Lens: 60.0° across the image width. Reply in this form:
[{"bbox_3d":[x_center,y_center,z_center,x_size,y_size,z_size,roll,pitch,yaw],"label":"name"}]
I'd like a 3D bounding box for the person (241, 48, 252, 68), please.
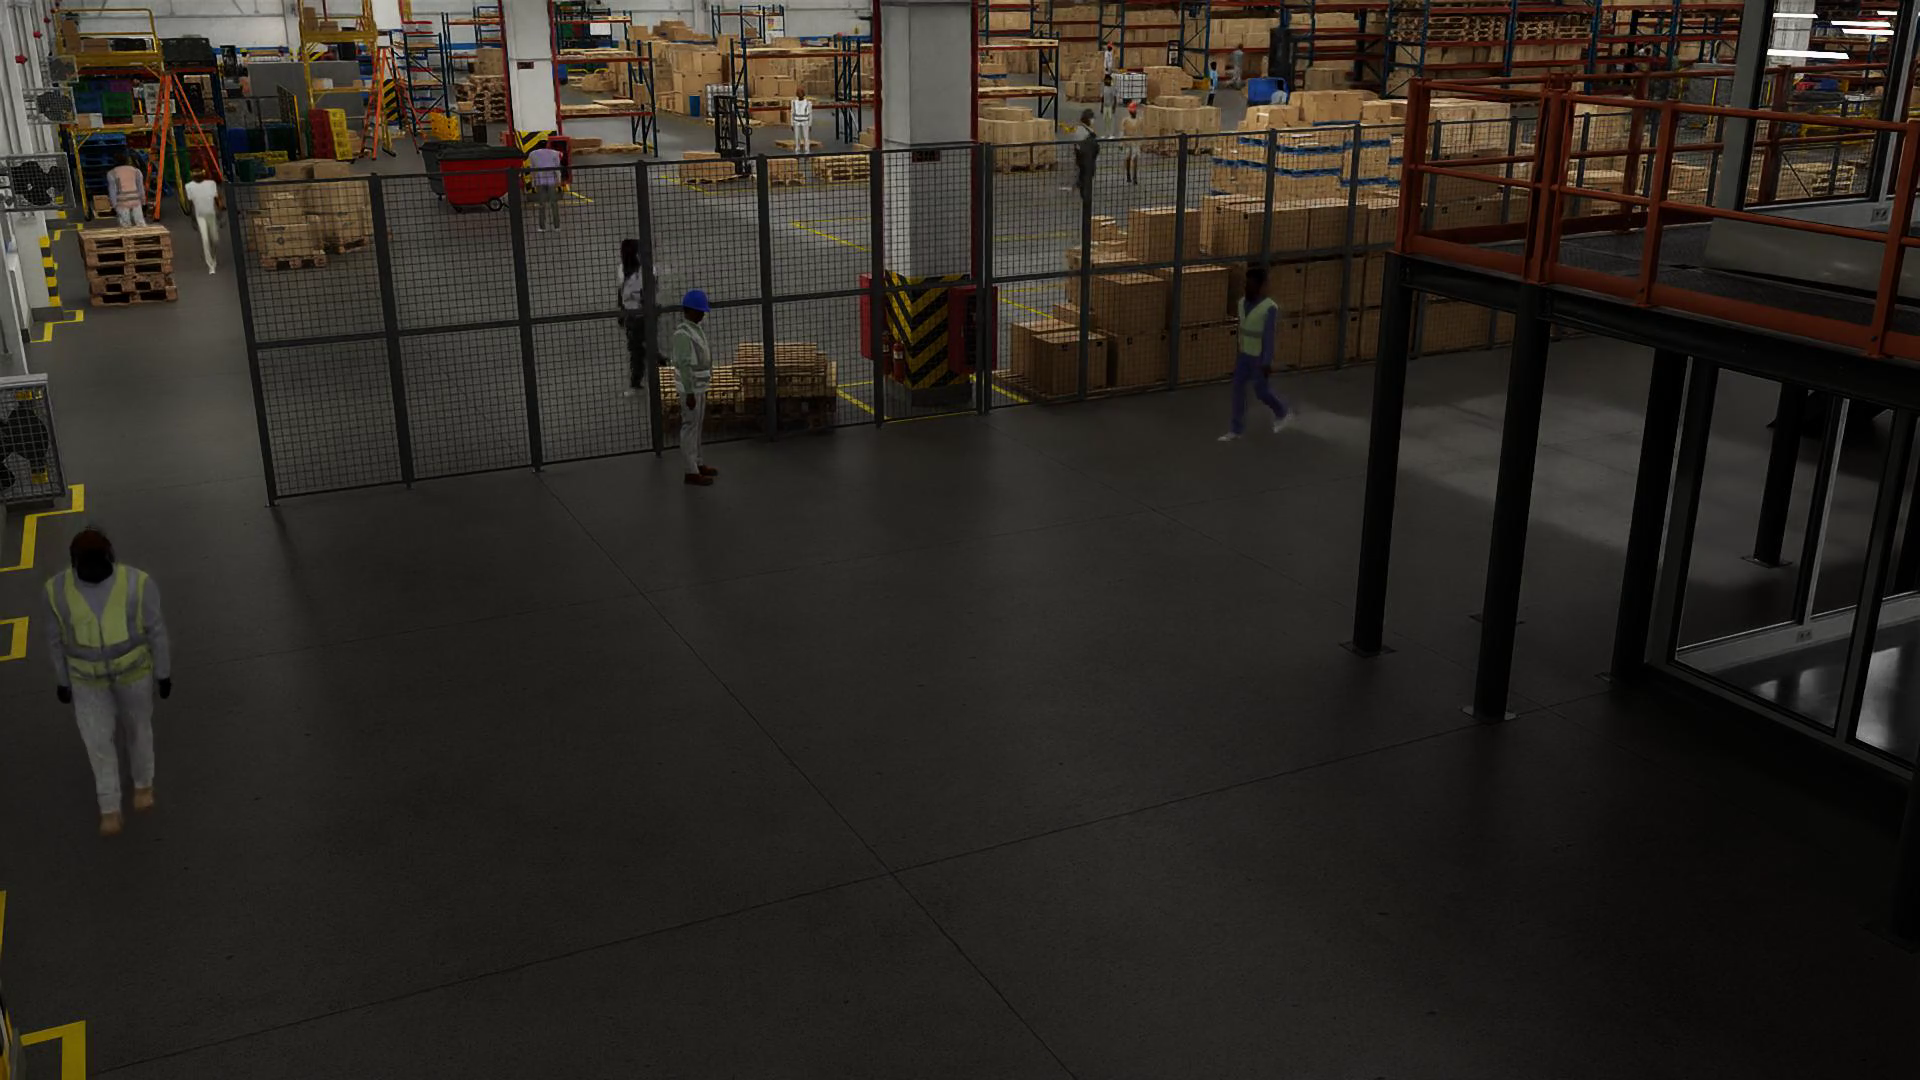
[{"bbox_3d":[-27.853,-18.259,65.039,0.386,1.926,0.591,-4,19,-11],"label":"person"}]

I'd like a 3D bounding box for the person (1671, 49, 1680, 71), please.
[{"bbox_3d":[30.419,-20.092,70.868,0.509,1.583,0.877,-6,20,-17],"label":"person"}]

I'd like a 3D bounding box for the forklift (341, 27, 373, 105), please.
[{"bbox_3d":[-22.275,-17.346,60.954,1.873,2.768,1.129,-9,21,-25],"label":"forklift"}]

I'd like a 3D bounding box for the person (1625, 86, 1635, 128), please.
[{"bbox_3d":[19.635,-12.503,48.820,0.514,1.611,0.695,-8,20,-21],"label":"person"}]

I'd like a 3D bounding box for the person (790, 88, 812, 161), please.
[{"bbox_3d":[-4.212,-11.027,44.138,0.579,1.884,0.352,2,19,7],"label":"person"}]

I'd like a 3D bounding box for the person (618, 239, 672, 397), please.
[{"bbox_3d":[-3.819,-2.695,19.986,0.723,1.892,0.617,-17,25,-40],"label":"person"}]

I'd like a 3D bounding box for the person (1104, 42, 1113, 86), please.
[{"bbox_3d":[6.218,-19.783,69.446,0.376,1.934,0.547,7,20,20],"label":"person"}]

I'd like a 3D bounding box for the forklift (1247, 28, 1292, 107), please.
[{"bbox_3d":[11.487,-17.066,60.142,1.873,2.768,1.129,-9,21,-25],"label":"forklift"}]

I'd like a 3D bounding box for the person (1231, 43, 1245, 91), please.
[{"bbox_3d":[11.578,-19.631,69.016,0.437,1.926,0.653,-10,21,-26],"label":"person"}]

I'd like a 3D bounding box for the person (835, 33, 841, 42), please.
[{"bbox_3d":[-5.699,-23.088,78.999,0.995,1.958,0.625,-1,19,-3],"label":"person"}]

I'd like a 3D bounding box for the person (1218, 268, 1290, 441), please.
[{"bbox_3d":[3.235,-2.013,18.007,0.817,1.895,0.599,-11,22,-30],"label":"person"}]

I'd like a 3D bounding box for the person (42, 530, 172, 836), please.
[{"bbox_3d":[-5.006,0.843,9.822,0.654,1.819,0.756,-8,21,-22],"label":"person"}]

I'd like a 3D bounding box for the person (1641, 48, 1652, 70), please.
[{"bbox_3d":[29.059,-20.032,70.580,0.538,1.668,0.800,-9,21,-23],"label":"person"}]

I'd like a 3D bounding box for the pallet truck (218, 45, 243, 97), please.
[{"bbox_3d":[-28.879,-18.665,66.111,0.823,1.965,1.885,-3,19,-9],"label":"pallet truck"}]

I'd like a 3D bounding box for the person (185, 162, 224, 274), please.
[{"bbox_3d":[-12.703,-5.446,28.011,0.520,1.854,0.743,-11,22,-29],"label":"person"}]

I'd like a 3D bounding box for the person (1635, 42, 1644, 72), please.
[{"bbox_3d":[28.119,-19.671,68.972,0.391,2.034,0.605,9,21,24],"label":"person"}]

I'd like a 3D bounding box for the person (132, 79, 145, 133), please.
[{"bbox_3d":[-25.377,-13.402,51.412,0.521,1.632,0.314,6,20,16],"label":"person"}]

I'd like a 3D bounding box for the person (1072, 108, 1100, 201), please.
[{"bbox_3d":[2.763,-8.431,36.379,0.594,2.000,0.693,7,20,20],"label":"person"}]

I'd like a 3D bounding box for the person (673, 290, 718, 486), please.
[{"bbox_3d":[-2.629,-1.519,16.497,0.402,1.937,0.604,1,19,3],"label":"person"}]

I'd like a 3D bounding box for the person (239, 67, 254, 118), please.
[{"bbox_3d":[-24.214,-15.197,56.546,0.541,1.676,0.647,-4,19,-12],"label":"person"}]

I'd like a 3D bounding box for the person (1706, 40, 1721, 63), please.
[{"bbox_3d":[36.307,-23.475,80.301,0.676,1.822,0.644,-7,20,-19],"label":"person"}]

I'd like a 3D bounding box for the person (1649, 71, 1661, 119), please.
[{"bbox_3d":[23.341,-14.938,55.908,0.785,1.596,0.498,-9,21,-25],"label":"person"}]

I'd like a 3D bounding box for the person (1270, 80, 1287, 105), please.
[{"bbox_3d":[8.968,-12.065,47.135,0.956,1.907,0.656,-16,25,-39],"label":"person"}]

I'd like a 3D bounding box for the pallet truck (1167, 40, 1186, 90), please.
[{"bbox_3d":[9.045,-19.971,69.895,0.823,1.965,1.885,-3,19,-8],"label":"pallet truck"}]

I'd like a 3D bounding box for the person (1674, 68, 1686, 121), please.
[{"bbox_3d":[23.944,-14.863,55.504,0.902,1.721,0.534,-11,22,-28],"label":"person"}]

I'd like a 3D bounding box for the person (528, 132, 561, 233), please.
[{"bbox_3d":[-8.015,-6.910,32.164,0.584,1.918,0.407,-7,20,-18],"label":"person"}]

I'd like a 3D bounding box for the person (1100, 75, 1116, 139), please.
[{"bbox_3d":[4.440,-12.942,49.739,0.503,1.861,0.331,14,23,35],"label":"person"}]

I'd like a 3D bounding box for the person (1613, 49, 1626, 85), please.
[{"bbox_3d":[27.723,-19.789,69.868,0.855,1.659,0.535,-11,22,-30],"label":"person"}]

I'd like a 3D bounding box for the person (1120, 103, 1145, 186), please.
[{"bbox_3d":[4.071,-9.372,39.349,0.566,1.886,1.011,0,19,0],"label":"person"}]

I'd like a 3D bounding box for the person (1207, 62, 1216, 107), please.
[{"bbox_3d":[9.039,-16.320,59.796,0.341,1.681,0.613,4,20,12],"label":"person"}]

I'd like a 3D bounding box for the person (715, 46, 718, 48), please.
[{"bbox_3d":[-10.457,-20.830,72.528,0.638,1.910,0.896,-11,22,-28],"label":"person"}]

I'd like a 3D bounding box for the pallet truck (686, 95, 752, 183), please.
[{"bbox_3d":[-5.836,-9.608,39.856,0.823,1.965,1.885,10,22,27],"label":"pallet truck"}]

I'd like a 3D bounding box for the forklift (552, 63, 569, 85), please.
[{"bbox_3d":[-17.985,-20.985,71.501,1.873,2.768,1.129,-15,24,-37],"label":"forklift"}]

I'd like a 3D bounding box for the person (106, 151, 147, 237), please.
[{"bbox_3d":[-14.751,-5.947,29.478,0.429,1.841,0.634,16,25,39],"label":"person"}]
